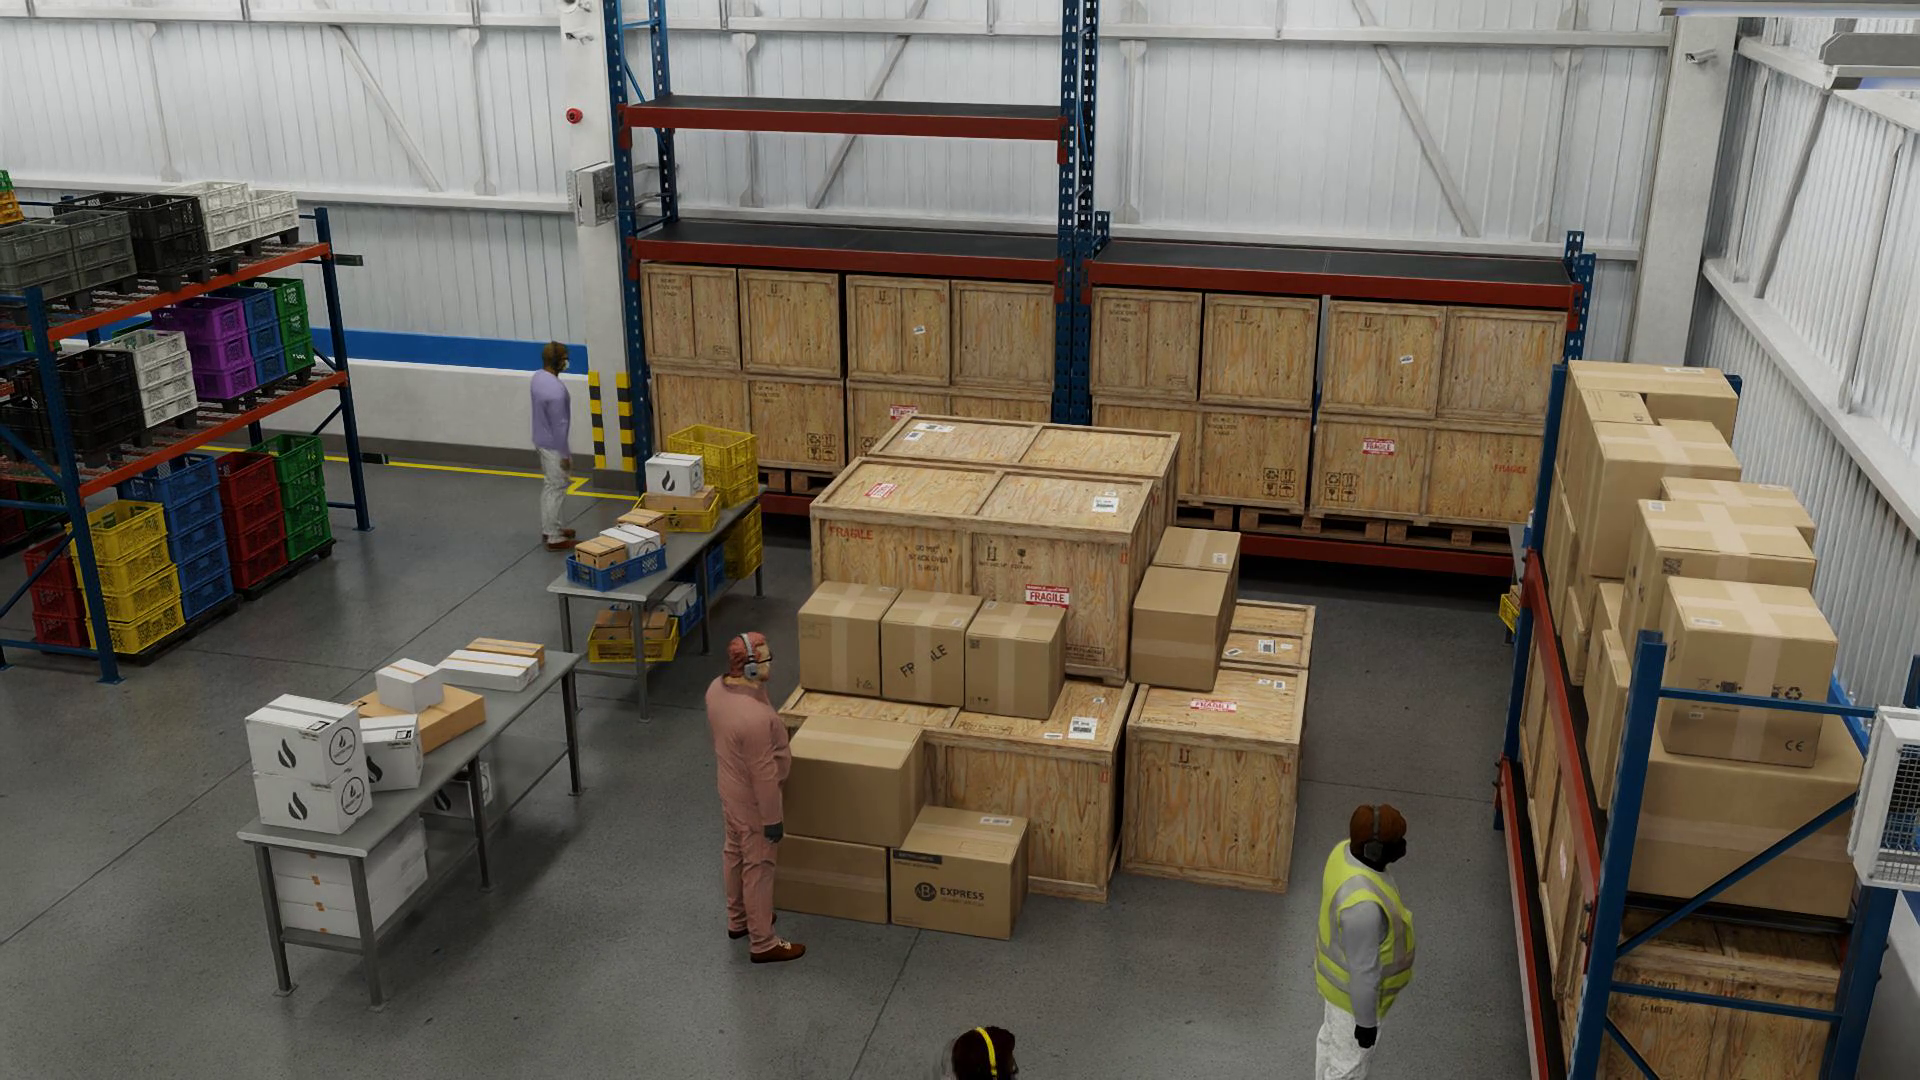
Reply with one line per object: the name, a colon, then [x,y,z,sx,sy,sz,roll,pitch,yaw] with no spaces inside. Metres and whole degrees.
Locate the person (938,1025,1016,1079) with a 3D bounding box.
person: [0.016,2.586,6.101,0.955,1.827,0.536,-9,23,-22]

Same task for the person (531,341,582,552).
person: [-3.636,-0.846,14.940,0.379,1.925,0.635,-11,23,-26]

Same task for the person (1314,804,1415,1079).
person: [1.820,2.019,7.540,0.430,1.845,0.620,2,21,5]

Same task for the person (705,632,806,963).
person: [-1.115,1.390,9.094,0.406,1.911,0.636,-11,24,-27]
